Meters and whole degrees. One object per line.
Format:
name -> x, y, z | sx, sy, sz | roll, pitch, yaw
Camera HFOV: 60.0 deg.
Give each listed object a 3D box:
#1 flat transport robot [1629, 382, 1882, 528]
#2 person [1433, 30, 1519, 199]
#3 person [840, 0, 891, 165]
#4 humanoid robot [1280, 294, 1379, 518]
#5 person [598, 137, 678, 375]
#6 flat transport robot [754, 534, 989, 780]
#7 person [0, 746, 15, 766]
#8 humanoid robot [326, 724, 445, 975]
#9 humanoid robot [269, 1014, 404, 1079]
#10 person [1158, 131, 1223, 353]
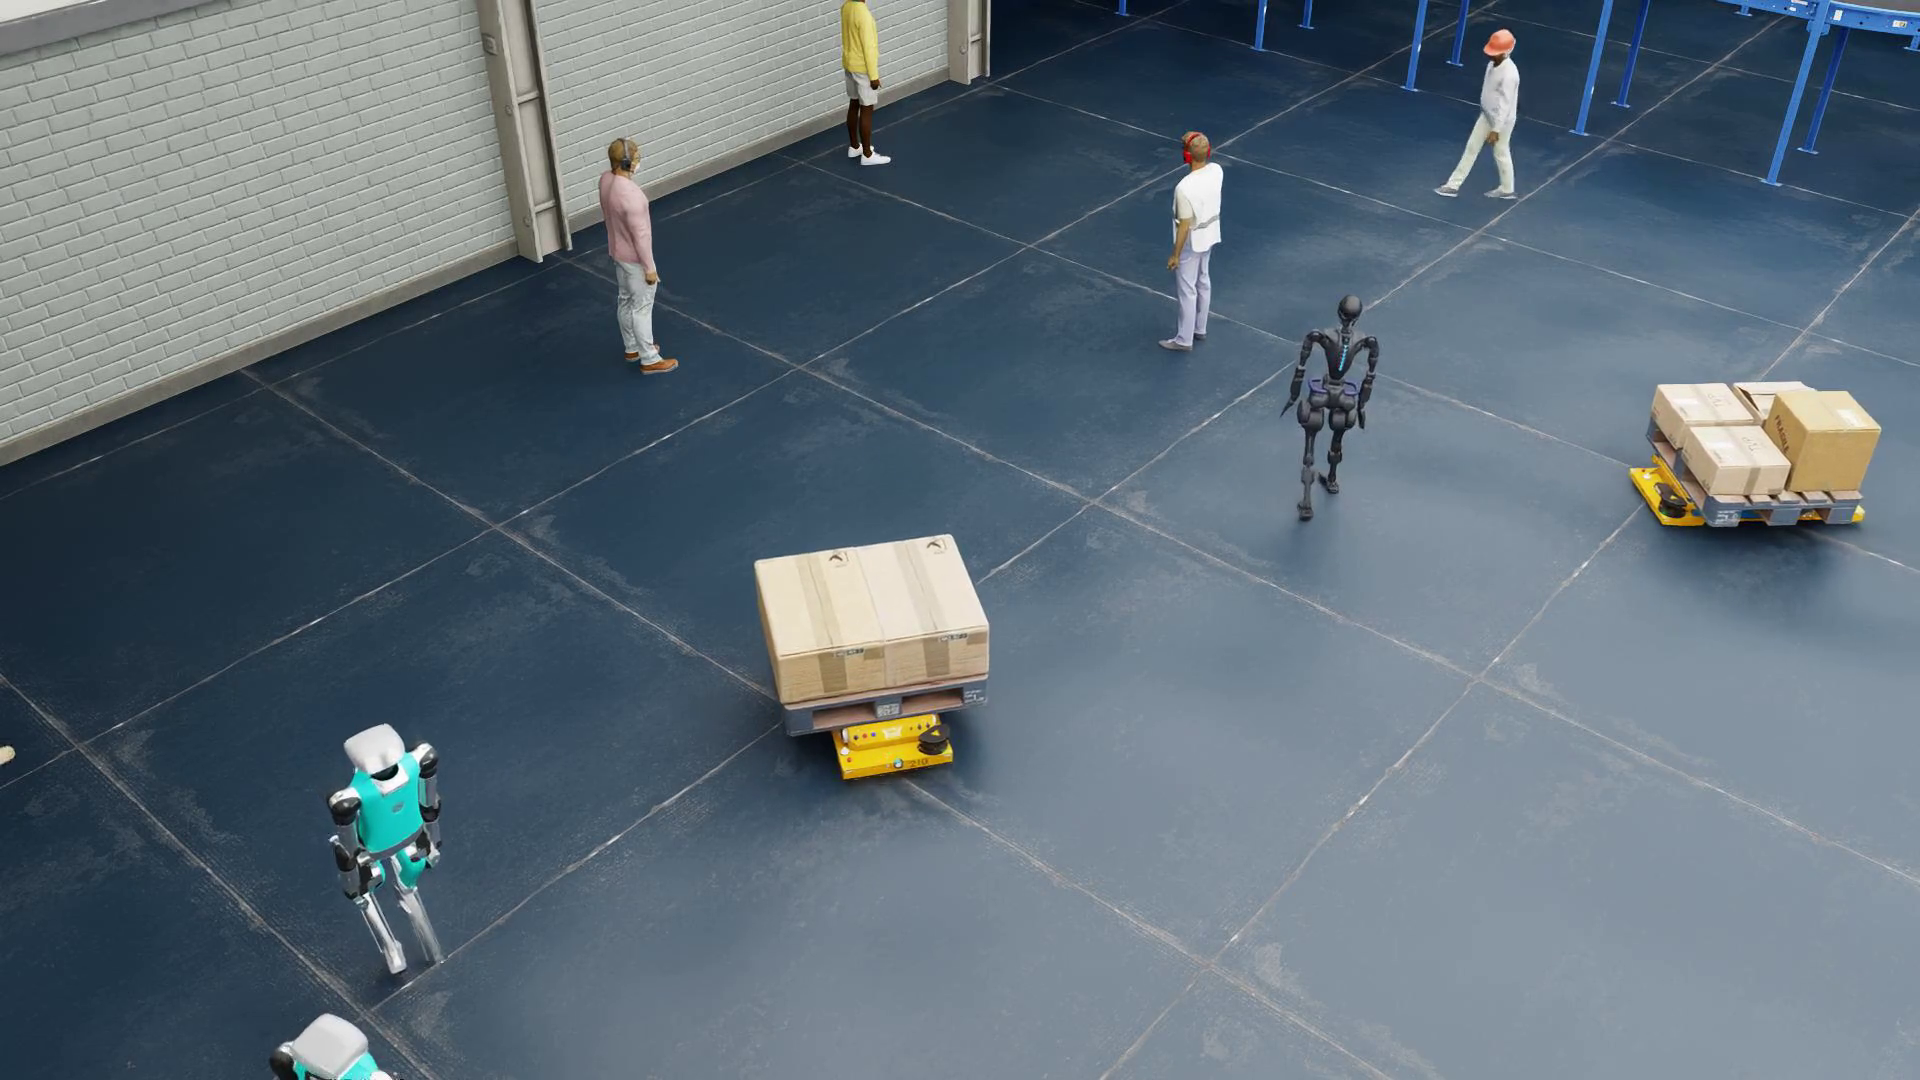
flat transport robot -> 5.623, -0.366, 11.901 | 1.431, 0.231, 0.659 | -1, 35, -2
person -> 5.024, -4.024, 15.806 | 0.862, 1.692, 0.607 | -5, 36, -7
person -> -0.976, -4.695, 16.575 | 0.376, 1.901, 0.541 | -19, 39, -24
humanoid robot -> 2.547, -0.973, 11.565 | 0.604, 1.638, 0.615 | 2, 35, 3
person -> -2.563, -2.230, 13.082 | 0.373, 1.938, 0.630 | -22, 41, -27
flat transport robot -> -0.529, 0.876, 10.158 | 0.659, 0.231, 1.431 | -8, 36, -11
person -> -5.930, 0.708, 9.060 | 0.569, 1.828, 0.848 | 24, 42, 30
humanoid robot -> -2.820, 1.505, 8.041 | 0.820, 1.800, 0.534 | 28, 44, 33
humanoid robot -> -2.429, 2.647, 6.414 | 0.586, 1.776, 0.714 | 10, 37, 14
person -> 1.879, -2.373, 13.363 | 0.393, 1.841, 0.562 | 24, 42, 30
